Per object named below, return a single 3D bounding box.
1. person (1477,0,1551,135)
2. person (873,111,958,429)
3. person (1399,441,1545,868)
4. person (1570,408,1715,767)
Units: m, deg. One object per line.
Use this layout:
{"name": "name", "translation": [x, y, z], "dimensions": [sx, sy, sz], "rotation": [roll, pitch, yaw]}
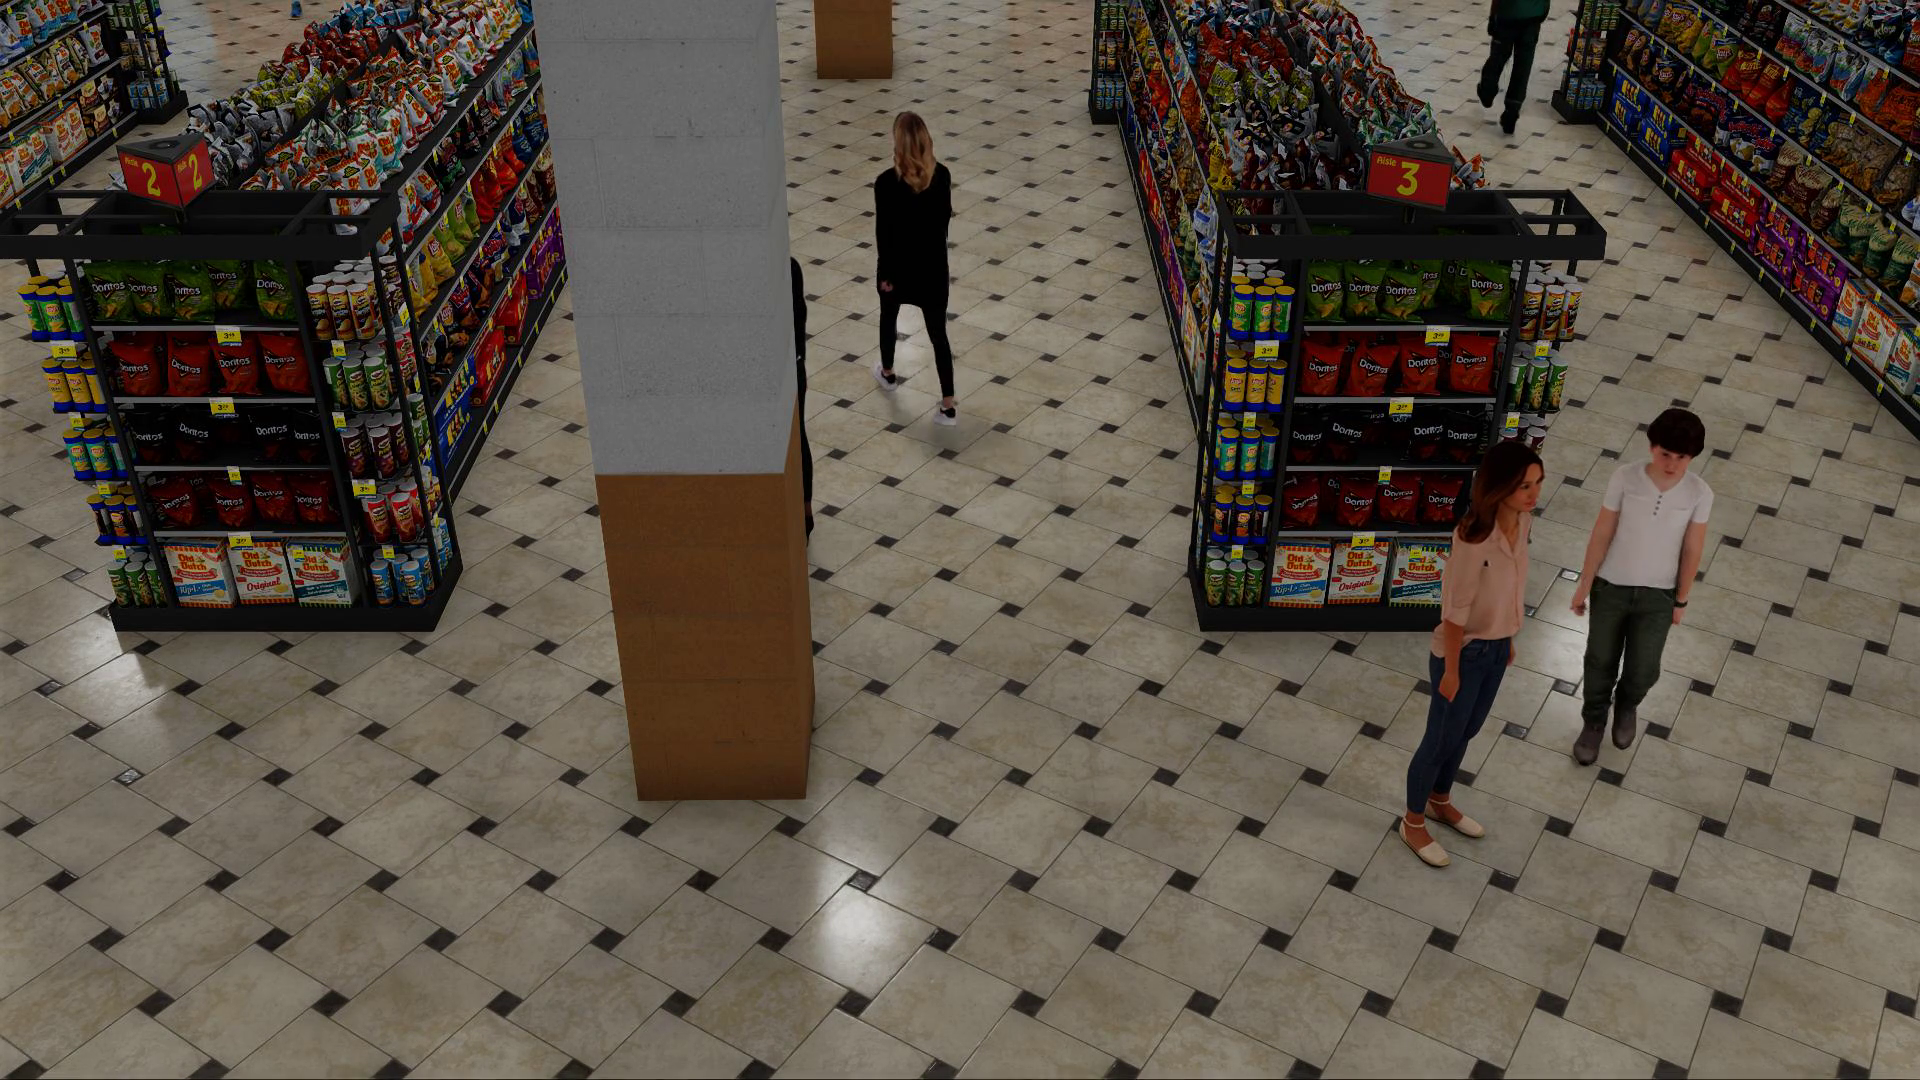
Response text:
{"name": "person", "translation": [4.675, -4.284, 13.810], "dimensions": [0.747, 1.794, 1.153], "rotation": [3, 32, 5]}
{"name": "person", "translation": [-0.209, -1.450, 9.295], "dimensions": [0.943, 1.752, 1.288], "rotation": [-12, 34, -19]}
{"name": "person", "translation": [1.917, 0.419, 6.255], "dimensions": [0.665, 1.792, 0.715], "rotation": [-25, 40, -34]}
{"name": "person", "translation": [2.761, 0.164, 6.804], "dimensions": [0.719, 1.644, 0.784], "rotation": [15, 35, 23]}
